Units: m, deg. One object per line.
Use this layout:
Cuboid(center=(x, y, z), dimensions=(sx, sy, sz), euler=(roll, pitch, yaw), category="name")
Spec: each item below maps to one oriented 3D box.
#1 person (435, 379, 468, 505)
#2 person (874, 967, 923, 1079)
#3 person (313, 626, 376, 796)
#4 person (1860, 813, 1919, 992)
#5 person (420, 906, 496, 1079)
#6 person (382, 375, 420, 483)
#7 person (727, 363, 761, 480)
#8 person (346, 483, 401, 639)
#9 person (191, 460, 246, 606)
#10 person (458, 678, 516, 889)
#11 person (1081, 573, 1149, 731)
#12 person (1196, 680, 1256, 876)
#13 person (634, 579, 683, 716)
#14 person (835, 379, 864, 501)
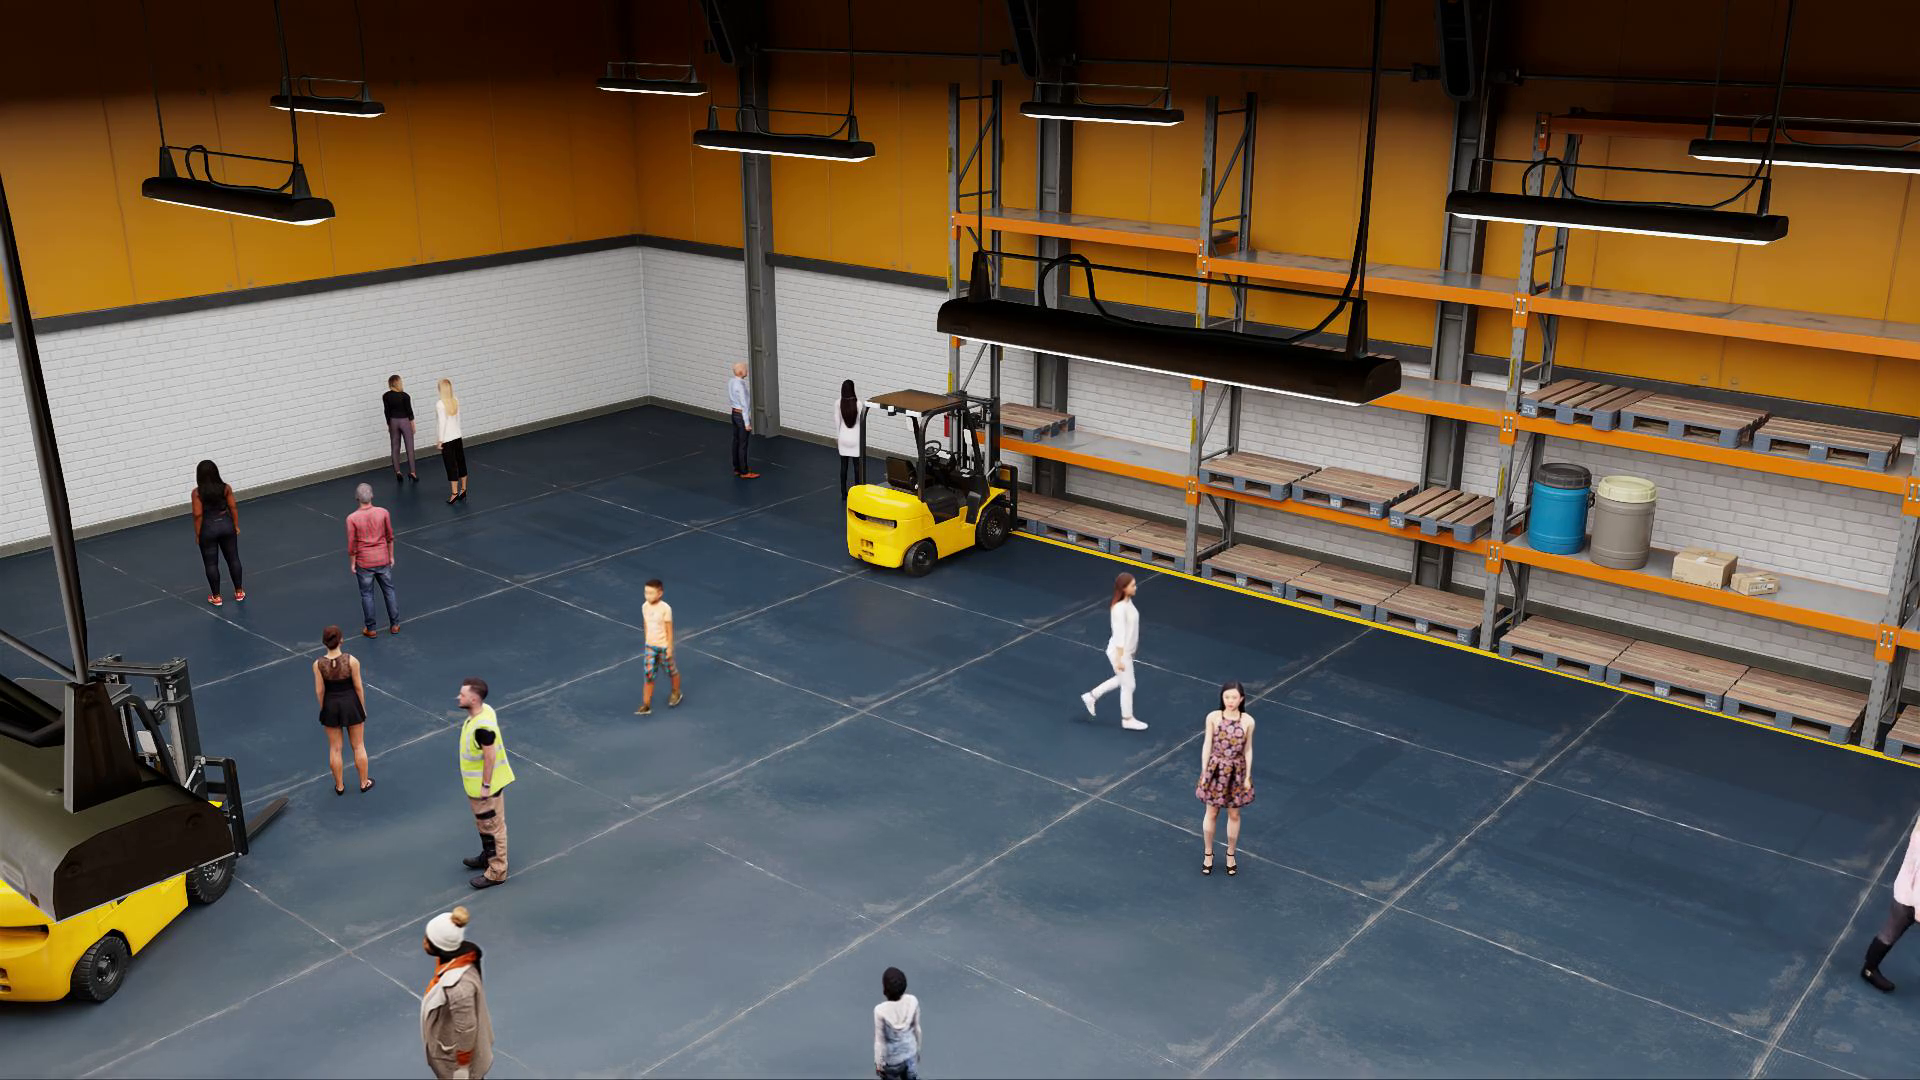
Cuboid(center=(-7.419, -1.439, 24.220), dimensions=(0.625, 1.858, 0.677), euler=(8, 20, 22), category="person")
Cuboid(center=(-0.387, 3.375, 10.872), dimensions=(0.658, 1.253, 0.791), euler=(-8, 20, -22), category="person")
Cuboid(center=(-5.782, 1.578, 15.546), dimensions=(0.680, 1.675, 0.723), euler=(-4, 19, -12), category="person")
Cuboid(center=(7.064, 2.637, 12.433), dimensions=(0.780, 1.654, 1.035), euler=(-13, 22, -33), category="person")
Cuboid(center=(-3.134, 3.153, 10.530), dimensions=(0.882, 1.891, 0.794), euler=(-5, 19, -15), category="person")
Cuboid(center=(-8.501, -1.694, 25.266), dimensions=(0.648, 1.672, 0.739), euler=(1, 19, 4), category="person")
Cuboid(center=(-3.360, -1.842, 25.519), dimensions=(0.769, 1.791, 0.626), euler=(-11, 21, -29), category="person")
Cuboid(center=(-6.820, 0.228, 19.311), dimensions=(0.738, 1.831, 0.656), euler=(-12, 22, -32), category="person")
Cuboid(center=(-9.092, -0.111, 20.339), dimensions=(0.729, 1.816, 0.683), euler=(-14, 23, -35), category="person")
Cuboid(center=(-4.019, 2.007, 14.003), dimensions=(0.898, 1.847, 0.820), euler=(-7, 20, -19), category="person")
Cuboid(center=(1.581, 1.128, 16.886), dimensions=(1.036, 1.671, 0.867), euler=(4, 19, 13), category="person")
Cuboid(center=(2.258, 2.016, 14.091), dimensions=(0.779, 1.773, 0.857), euler=(3, 19, 7), category="person")
Cuboid(center=(-3.096, 1.091, 17.379), dimensions=(0.976, 1.427, 0.841), euler=(6, 20, 17), category="person")
Cuboid(center=(-1.615, -1.471, 24.389), dimensions=(0.631, 1.809, 0.748), euler=(4, 19, 11), category="person")
